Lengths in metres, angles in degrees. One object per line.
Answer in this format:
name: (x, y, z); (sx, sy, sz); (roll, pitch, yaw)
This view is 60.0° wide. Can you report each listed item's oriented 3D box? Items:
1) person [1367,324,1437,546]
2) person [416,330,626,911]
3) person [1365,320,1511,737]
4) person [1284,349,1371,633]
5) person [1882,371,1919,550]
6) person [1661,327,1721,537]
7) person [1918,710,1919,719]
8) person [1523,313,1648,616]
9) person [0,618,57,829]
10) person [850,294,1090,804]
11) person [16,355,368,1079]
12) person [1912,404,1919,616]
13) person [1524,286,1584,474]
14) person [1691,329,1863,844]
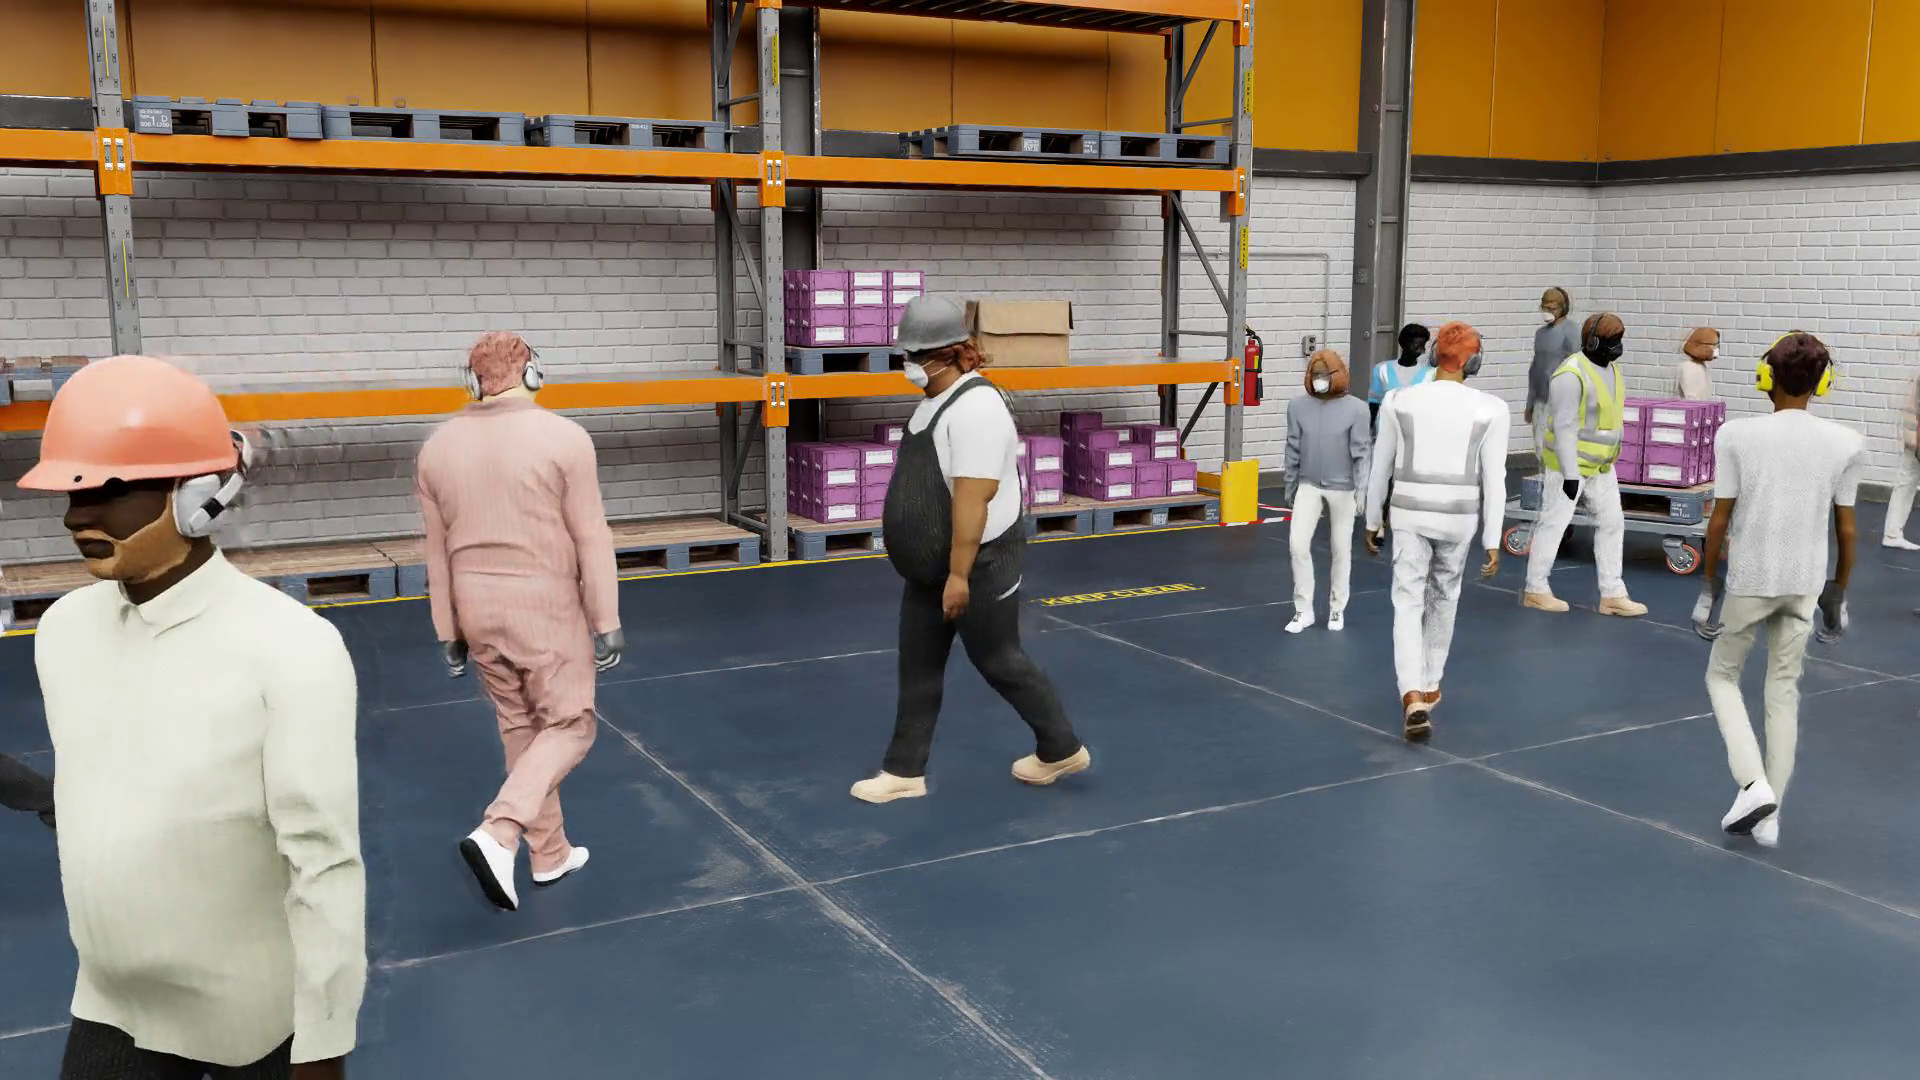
person: (3.265, -0.765, 12.299); (0.563, 1.648, 0.834); (3, 10, 19)
person: (-1.445, 0.267, 5.363); (0.703, 1.872, 0.691); (3, 10, 20)
person: (2.124, -0.060, 7.457); (0.615, 1.846, 0.950); (3, 10, 15)
person: (2.060, -0.267, 9.379); (0.524, 1.605, 0.571); (5, 11, 28)
person: (7.120, -0.698, 12.010); (0.758, 1.606, 0.541); (5, 10, 26)
person: (5.661, -0.809, 12.703); (0.554, 1.613, 0.494); (9, 13, 43)
person: (4.614, -0.109, 7.451); (0.635, 1.937, 0.353); (-7, 12, -36)
person: (3.730, -0.428, 9.813); (0.639, 1.802, 0.832); (-7, 12, -38)
person: (-3.111, 0.296, 5.121); (0.779, 1.892, 0.593); (-8, 12, -39)
person: (0.077, 0.010, 6.416); (0.922, 2.000, 0.685); (-4, 10, -22)
person: (-1.146, 0.678, 2.627); (0.628, 1.954, 1.003); (3, 10, 20)
person: (5.658, -0.356, 9.619); (0.381, 1.719, 0.702); (7, 12, 37)
person: (4.826, -1.090, 13.501); (0.454, 1.921, 0.653); (0, 9, -3)
person: (2.902, 0.180, 5.949); (0.546, 1.852, 0.415); (2, 9, 9)
